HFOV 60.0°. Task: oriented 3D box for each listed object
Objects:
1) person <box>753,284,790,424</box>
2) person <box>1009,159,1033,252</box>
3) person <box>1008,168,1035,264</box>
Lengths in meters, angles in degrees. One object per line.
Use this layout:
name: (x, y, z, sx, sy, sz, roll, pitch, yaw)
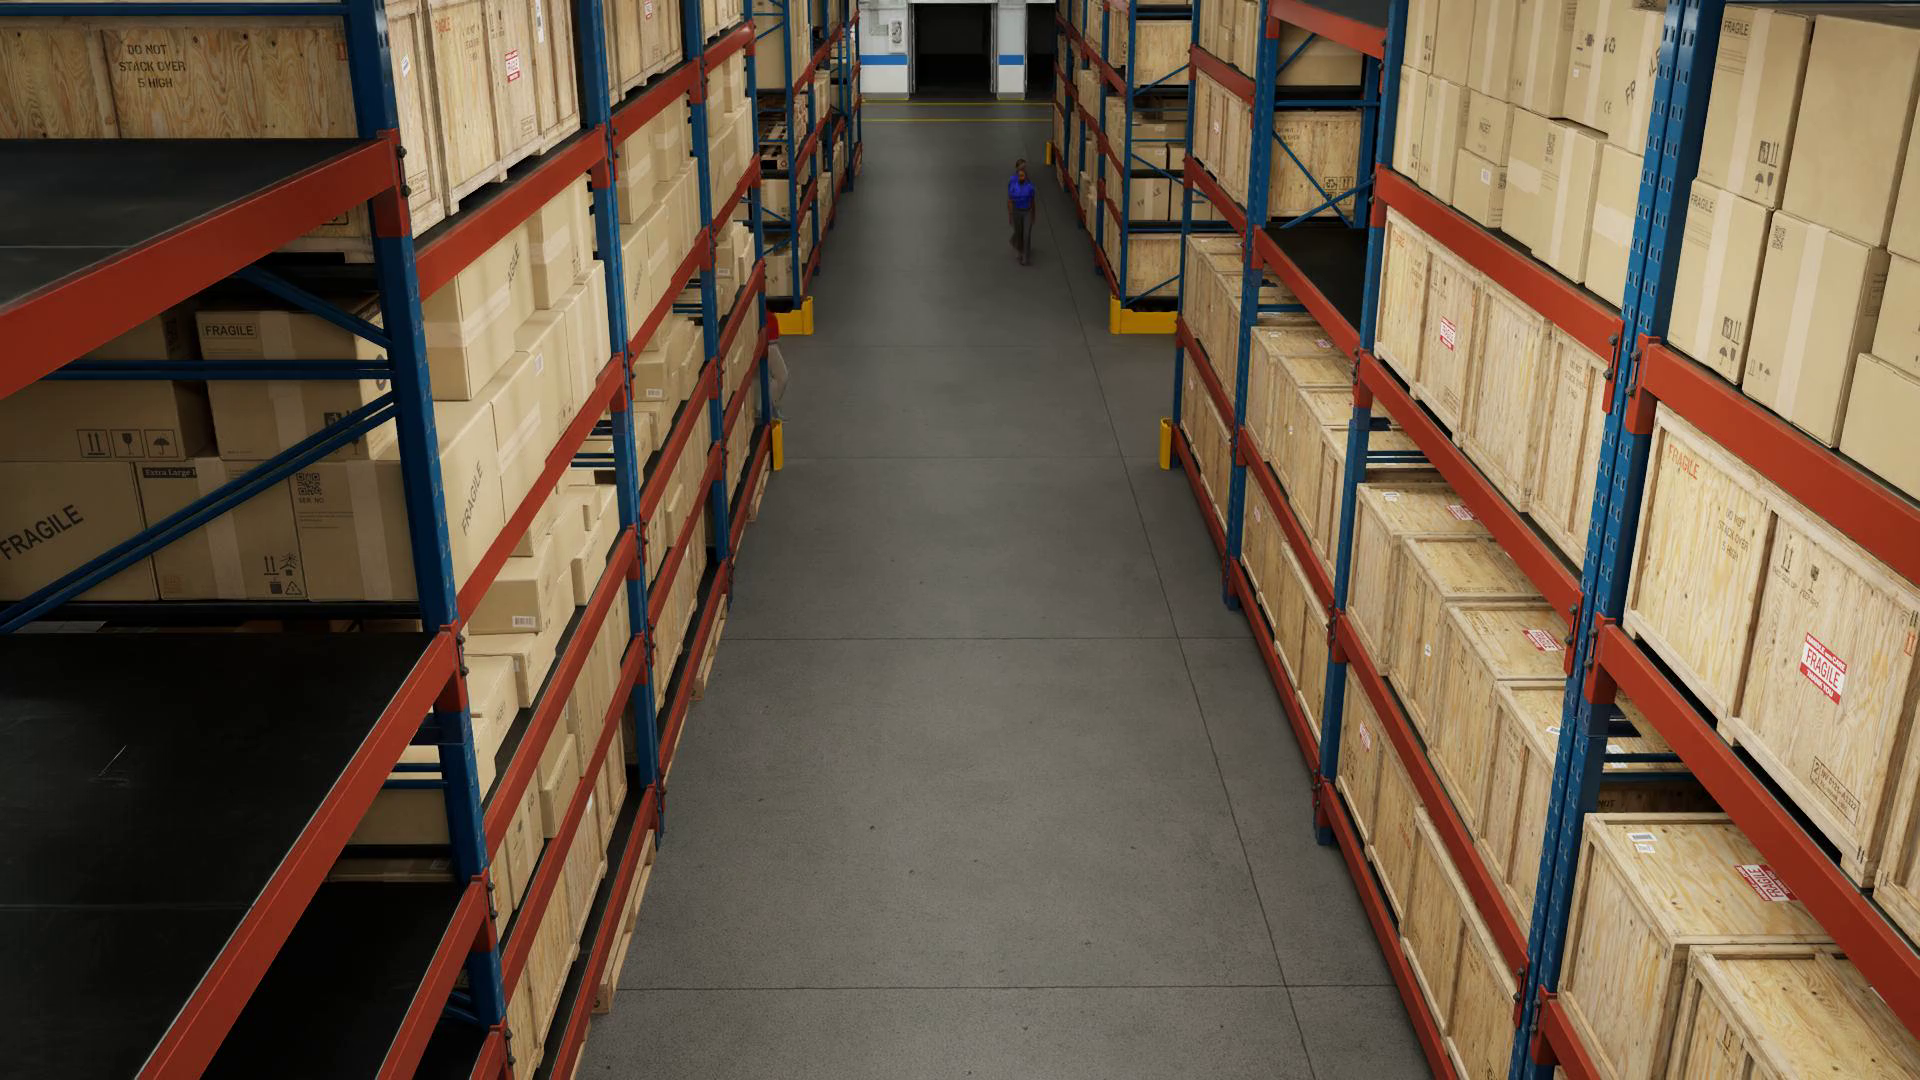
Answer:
person: (-2.377, -2.301, 20.388, 0.382, 1.751, 0.571, -13, 25, -30)
person: (1.161, -6.012, 29.884, 0.425, 1.652, 0.485, 19, 28, 39)
person: (1.076, -5.692, 29.105, 0.458, 1.623, 0.821, 4, 22, 9)
